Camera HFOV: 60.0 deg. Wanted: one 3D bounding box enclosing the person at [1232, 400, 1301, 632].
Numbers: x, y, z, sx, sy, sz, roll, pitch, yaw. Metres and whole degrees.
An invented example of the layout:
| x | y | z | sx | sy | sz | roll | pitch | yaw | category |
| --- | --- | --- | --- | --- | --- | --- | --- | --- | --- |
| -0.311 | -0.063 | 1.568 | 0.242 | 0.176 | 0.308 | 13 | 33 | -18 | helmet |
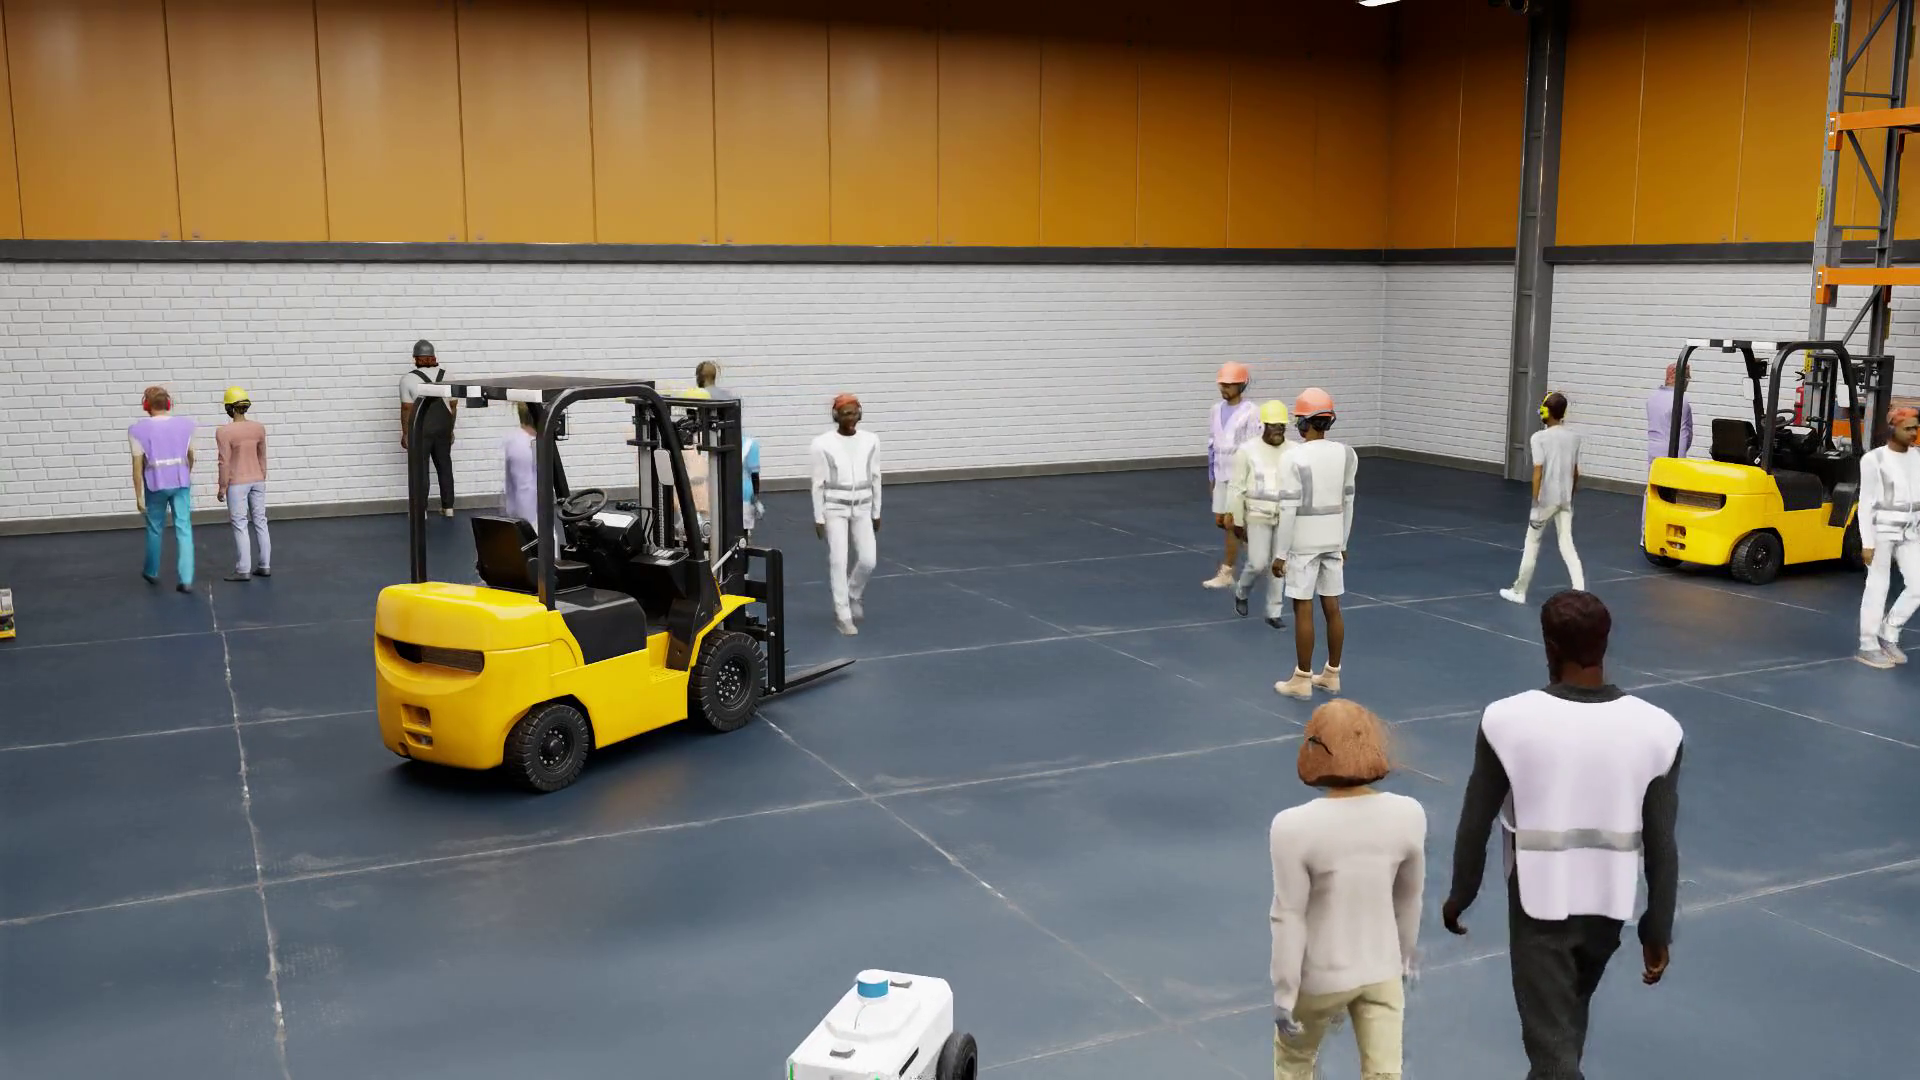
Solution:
| x | y | z | sx | sy | sz | roll | pitch | yaw | category |
| --- | --- | --- | --- | --- | --- | --- | --- | --- | --- |
| 2.408 | -0.198 | 13.013 | 0.595 | 1.818 | 0.497 | -3 | 10 | -18 | person |

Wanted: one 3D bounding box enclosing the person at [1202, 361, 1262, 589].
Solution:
| x | y | z | sx | sy | sz | roll | pitch | yaw | category |
| --- | --- | --- | --- | --- | --- | --- | --- | --- | --- |
| 2.491 | -0.586 | 14.778 | 0.771 | 2.027 | 0.617 | -6 | 11 | -34 | person |

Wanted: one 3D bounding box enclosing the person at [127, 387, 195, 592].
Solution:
| x | y | z | sx | sy | sz | roll | pitch | yaw | category |
| --- | --- | --- | --- | --- | --- | --- | --- | --- | --- |
| -7.013 | -0.451 | 14.660 | 0.554 | 1.785 | 0.951 | -7 | 12 | -38 | person |

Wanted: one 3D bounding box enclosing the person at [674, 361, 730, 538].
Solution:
| x | y | z | sx | sy | sz | roll | pitch | yaw | category |
| --- | --- | --- | --- | --- | --- | --- | --- | --- | --- |
| -2.596 | -0.898 | 17.159 | 1.043 | 1.879 | 0.641 | 5 | 11 | 31 | person |

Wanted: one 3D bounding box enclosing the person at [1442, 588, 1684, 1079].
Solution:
| x | y | z | sx | sy | sz | roll | pitch | yaw | category |
| --- | --- | --- | --- | --- | --- | --- | --- | --- | --- |
| 1.806 | 1.087 | 4.891 | 0.607 | 1.874 | 0.966 | 0 | 9 | -1 | person |

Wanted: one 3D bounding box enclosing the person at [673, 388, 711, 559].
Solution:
| x | y | z | sx | sy | sz | roll | pitch | yaw | category |
| --- | --- | --- | --- | --- | --- | --- | --- | --- | --- |
| -2.170 | -0.310 | 13.552 | 0.599 | 1.879 | 1.029 | -9 | 13 | -44 | person |

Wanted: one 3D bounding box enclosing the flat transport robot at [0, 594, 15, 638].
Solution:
| x | y | z | sx | sy | sz | roll | pitch | yaw | category |
| --- | --- | --- | --- | --- | --- | --- | --- | --- | --- |
| -7.769 | 0.576 | 12.982 | 0.652 | 0.197 | 1.431 | -5 | 11 | -30 | flat transport robot |

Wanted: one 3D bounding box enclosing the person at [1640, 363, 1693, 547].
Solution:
| x | y | z | sx | sy | sz | roll | pitch | yaw | category |
| --- | --- | --- | --- | --- | --- | --- | --- | --- | --- |
| 7.107 | -0.823 | 16.637 | 0.403 | 1.900 | 0.636 | -1 | 9 | -4 | person |

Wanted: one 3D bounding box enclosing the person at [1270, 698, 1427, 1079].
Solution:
| x | y | z | sx | sy | sz | roll | pitch | yaw | category |
| --- | --- | --- | --- | --- | --- | --- | --- | --- | --- |
| 1.129 | 1.251 | 4.712 | 0.502 | 1.593 | 0.826 | -3 | 10 | -16 | person |

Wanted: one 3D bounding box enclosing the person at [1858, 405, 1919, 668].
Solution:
| x | y | z | sx | sy | sz | roll | pitch | yaw | category |
| --- | --- | --- | --- | --- | --- | --- | --- | --- | --- |
| 6.569 | -0.012 | 11.692 | 0.601 | 1.864 | 0.437 | -3 | 10 | -16 | person |

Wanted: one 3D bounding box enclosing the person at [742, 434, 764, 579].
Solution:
| x | y | z | sx | sy | sz | roll | pitch | yaw | category |
| --- | --- | --- | --- | --- | --- | --- | --- | --- | --- |
| -1.983 | -0.357 | 14.379 | 0.553 | 1.698 | 0.315 | 0 | 9 | 0 | person |

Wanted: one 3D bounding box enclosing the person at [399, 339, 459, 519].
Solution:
| x | y | z | sx | sy | sz | roll | pitch | yaw | category |
| --- | --- | --- | --- | --- | --- | --- | --- | --- | --- |
| -6.072 | -1.260 | 18.904 | 0.538 | 2.000 | 0.684 | 9 | 13 | 44 | person |

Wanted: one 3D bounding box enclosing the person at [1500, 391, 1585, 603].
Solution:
| x | y | z | sx | sy | sz | roll | pitch | yaw | category |
| --- | --- | --- | --- | --- | --- | --- | --- | --- | --- |
| 4.894 | -0.314 | 13.732 | 0.565 | 1.821 | 0.976 | -3 | 10 | -19 | person |

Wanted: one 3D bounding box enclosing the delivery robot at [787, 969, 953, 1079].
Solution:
| x | y | z | sx | sy | sz | roll | pitch | yaw | category |
| --- | --- | --- | --- | --- | --- | --- | --- | --- | --- |
| -0.278 | 1.622 | 5.325 | 0.477 | 0.478 | 0.707 | 3 | 10 | 18 | delivery robot |

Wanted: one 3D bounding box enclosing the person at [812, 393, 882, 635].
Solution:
| x | y | z | sx | sy | sz | roll | pitch | yaw | category |
| --- | --- | --- | --- | --- | --- | --- | --- | --- | --- |
| -0.883 | -0.210 | 12.914 | 0.575 | 1.873 | 0.478 | -4 | 10 | -22 | person |

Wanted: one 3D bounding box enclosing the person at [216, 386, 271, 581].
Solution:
| x | y | z | sx | sy | sz | roll | pitch | yaw | category |
| --- | --- | --- | --- | --- | --- | --- | --- | --- | --- |
| -6.510 | -0.507 | 15.081 | 0.315 | 1.769 | 0.525 | 4 | 10 | 24 | person |

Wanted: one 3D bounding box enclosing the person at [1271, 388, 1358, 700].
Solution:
| x | y | z | sx | sy | sz | roll | pitch | yaw | category |
| --- | --- | --- | --- | --- | --- | --- | --- | --- | --- |
| 2.301 | 0.026 | 10.910 | 0.606 | 2.045 | 0.389 | -5 | 10 | -26 | person |

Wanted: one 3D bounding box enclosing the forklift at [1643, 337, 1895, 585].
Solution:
| x | y | z | sx | sy | sz | roll | pitch | yaw | category |
| --- | --- | --- | --- | --- | --- | --- | --- | --- | --- |
| 7.551 | -0.789 | 15.507 | 2.313 | 2.155 | 1.214 | -4 | 10 | -25 | forklift |

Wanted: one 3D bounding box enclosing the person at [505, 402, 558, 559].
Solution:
| x | y | z | sx | sy | sz | roll | pitch | yaw | category |
| --- | --- | --- | --- | --- | --- | --- | --- | --- | --- |
| -3.230 | -0.133 | 12.287 | 0.687 | 1.919 | 0.639 | -1 | 9 | -4 | person |

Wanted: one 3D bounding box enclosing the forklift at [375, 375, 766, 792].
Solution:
| x | y | z | sx | sy | sz | roll | pitch | yaw | category |
| --- | --- | --- | --- | --- | --- | --- | --- | --- | --- |
| -2.268 | 0.149 | 9.685 | 1.214 | 2.155 | 2.313 | 6 | 11 | 32 | forklift |
